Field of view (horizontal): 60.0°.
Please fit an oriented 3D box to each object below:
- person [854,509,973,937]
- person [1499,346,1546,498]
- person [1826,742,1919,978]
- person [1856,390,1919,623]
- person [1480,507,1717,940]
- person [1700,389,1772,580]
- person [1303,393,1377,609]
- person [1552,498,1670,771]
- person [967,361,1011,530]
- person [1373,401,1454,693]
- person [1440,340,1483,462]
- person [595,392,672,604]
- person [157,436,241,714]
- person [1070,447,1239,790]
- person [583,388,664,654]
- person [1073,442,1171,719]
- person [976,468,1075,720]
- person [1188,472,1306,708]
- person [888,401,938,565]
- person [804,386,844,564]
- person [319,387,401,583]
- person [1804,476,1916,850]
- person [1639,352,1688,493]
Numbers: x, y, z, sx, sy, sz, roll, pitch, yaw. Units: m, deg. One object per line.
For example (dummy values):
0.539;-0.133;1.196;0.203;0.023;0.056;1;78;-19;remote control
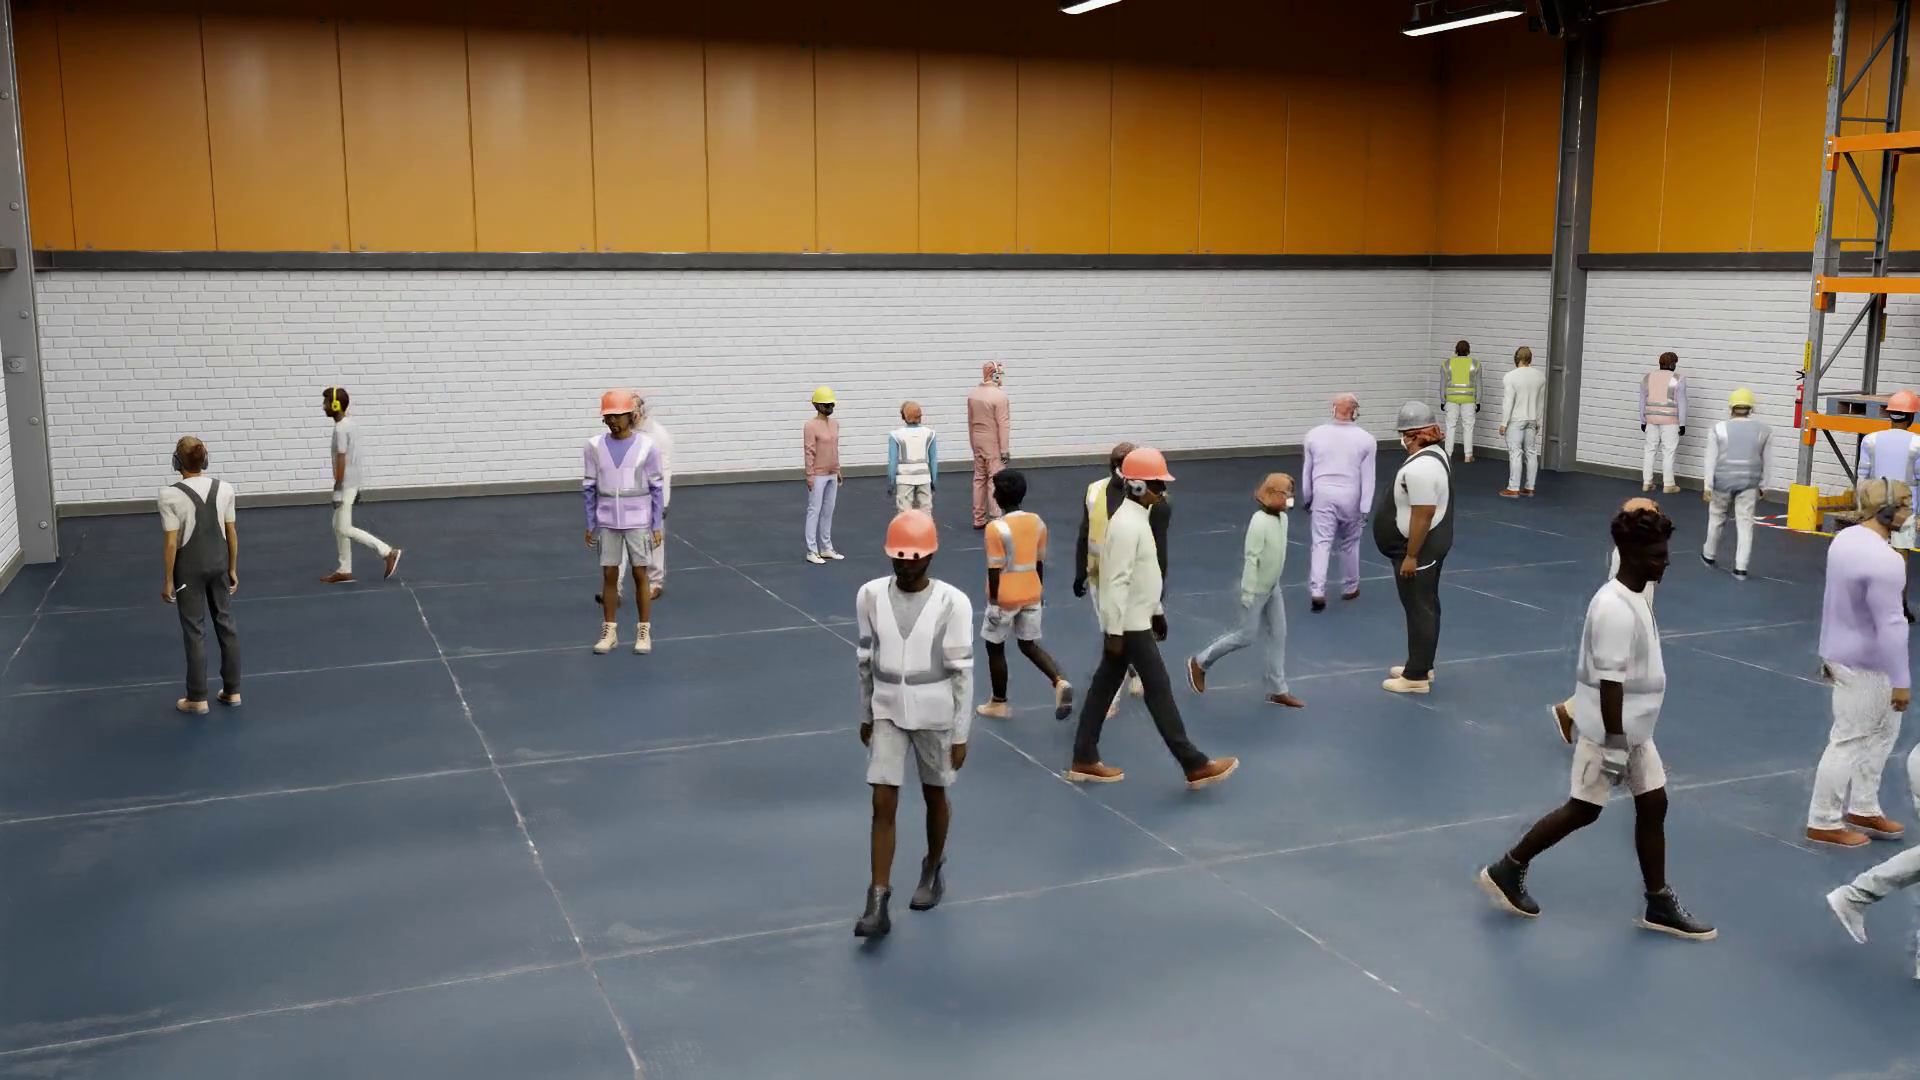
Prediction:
-0.232;0.811;7.371;0.561;1.891;0.932;2;10;13;person
7.173;-1.504;21.267;0.629;1.939;0.371;-4;10;-21;person
3.986;0.977;6.854;0.519;1.727;0.490;4;10;23;person
7.748;-0.273;13.808;0.552;1.935;0.370;9;13;43;person
2.851;0.794;7.386;0.966;1.931;0.614;5;11;29;person
7.433;-0.553;15.963;0.624;1.784;0.916;2;10;12;person
3.281;-0.341;14.462;0.646;1.867;0.975;4;10;22;person
3.905;0.532;9.893;0.653;1.614;0.502;6;11;33;person
0.361;-1.041;18.553;0.400;1.910;0.643;-6;11;-34;person
3.154;0.037;11.615;0.536;2.000;0.682;4;10;25;person
7.571;-2.096;25.136;0.626;1.846;0.429;4;10;22;person
-2.850;-0.345;14.450;0.679;1.860;0.952;2;10;13;person
-5.047;0.230;11.043;0.346;1.846;0.505;7;12;38;person
1.084;0.449;9.391;0.995;1.942;0.651;1;9;8;person
-2.564;-0.136;12.660;0.610;2.042;0.396;1;9;4;person
1.100;0.237;11.111;0.635;1.815;0.888;7;12;38;person
0.408;0.373;10.686;0.534;1.672;0.693;-9;13;-44;person
1.952;0.320;11.222;0.748;1.601;0.514;7;11;35;person
-0.463;-0.551;16.399;0.522;1.636;0.310;-4;10;-22;person
-1.349;-0.650;16.614;0.315;1.767;0.535;6;11;32;person
-5.631;-0.502;15.474;0.674;1.848;0.527;-3;10;-15;person
4.647;0.633;8.378;0.677;1.914;0.650;2;10;11;person
9.223;-1.543;21.793;0.429;1.841;0.633;-8;12;-39;person
